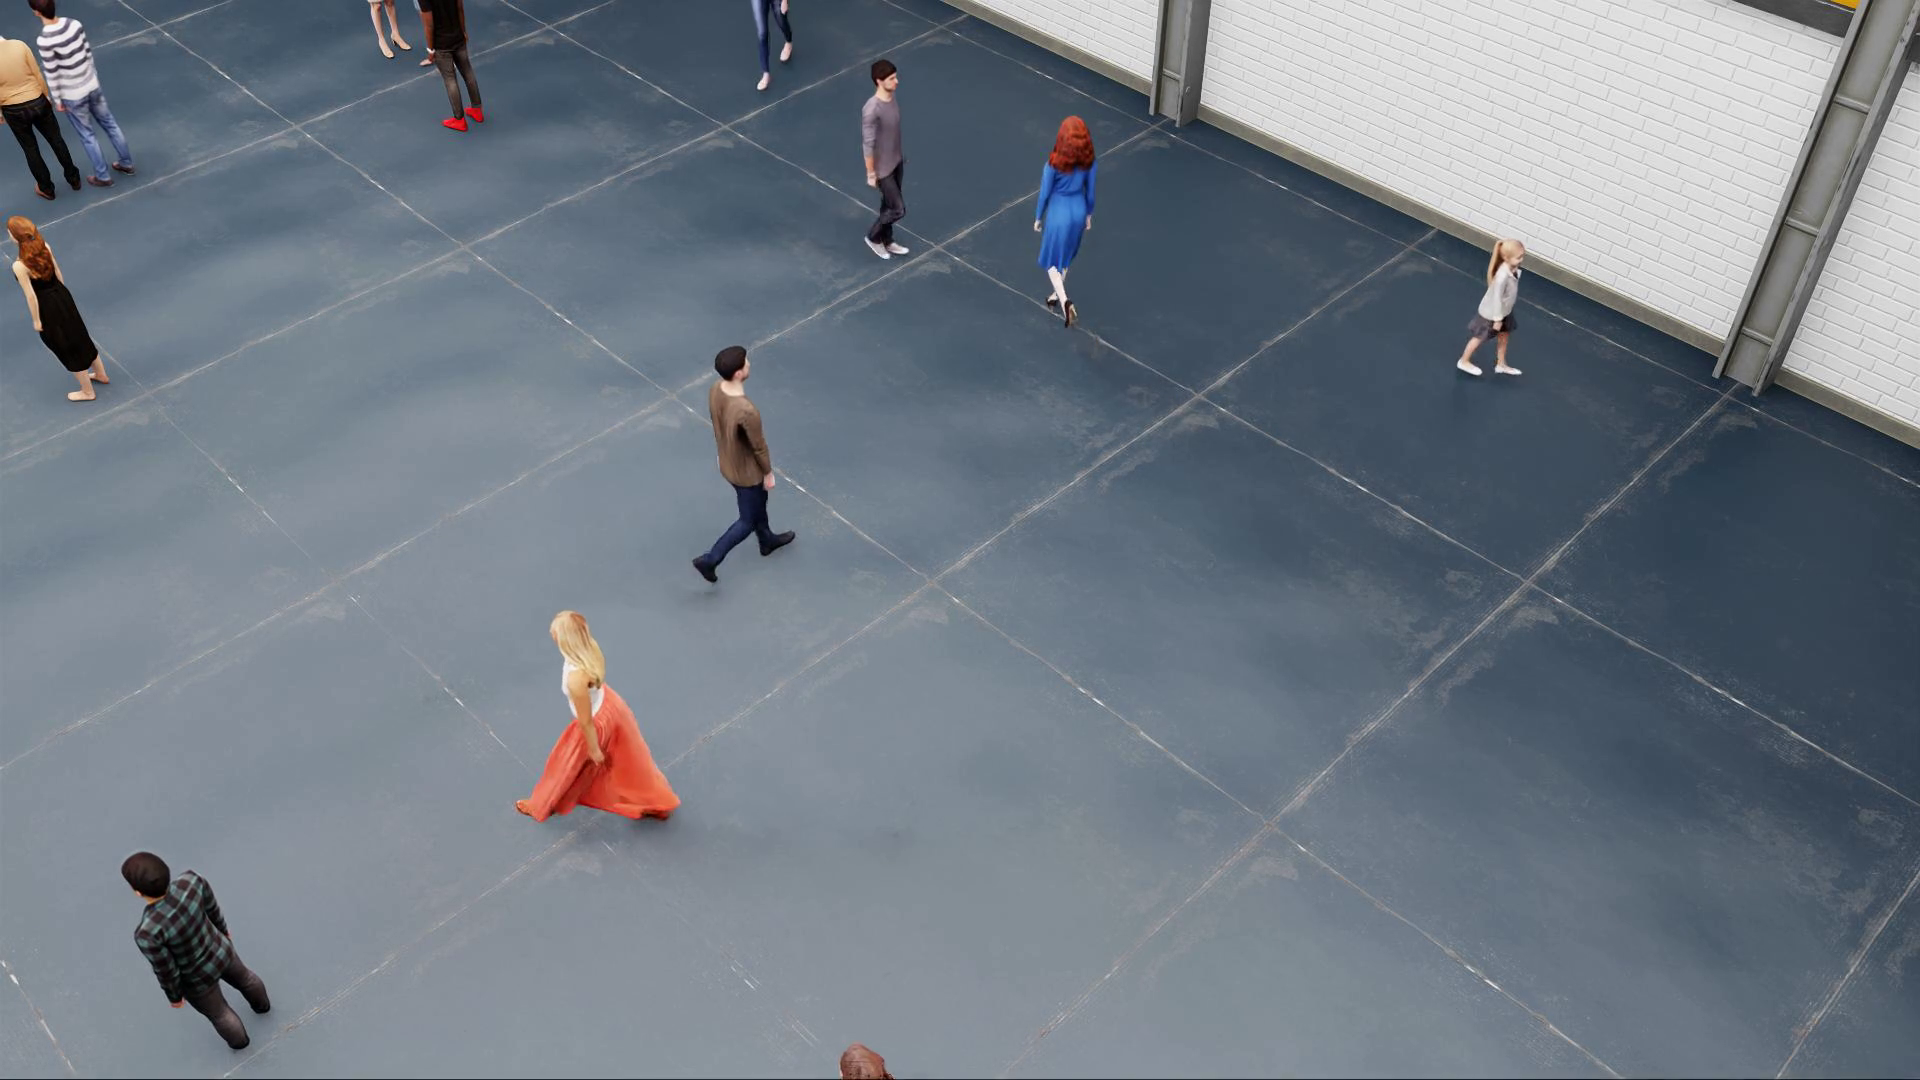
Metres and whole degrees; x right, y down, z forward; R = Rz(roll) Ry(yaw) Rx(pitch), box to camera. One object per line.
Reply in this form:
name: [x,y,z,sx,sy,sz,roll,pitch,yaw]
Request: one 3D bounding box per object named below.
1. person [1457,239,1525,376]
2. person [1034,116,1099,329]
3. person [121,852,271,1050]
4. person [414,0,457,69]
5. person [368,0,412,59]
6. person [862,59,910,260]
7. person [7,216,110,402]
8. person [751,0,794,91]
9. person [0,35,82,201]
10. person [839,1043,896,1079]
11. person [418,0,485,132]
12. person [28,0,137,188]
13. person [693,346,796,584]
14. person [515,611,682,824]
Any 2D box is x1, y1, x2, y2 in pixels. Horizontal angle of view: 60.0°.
person: [4.188,-1.852,13.177,0.754,1.258,0.596,25,49,24]
person: [0.873,-2.499,13.466,0.943,1.798,1.066,-13,45,-13]
person: [-4.004,2.190,8.783,0.696,1.715,0.745,13,45,13]
person: [-5.366,-5.645,16.731,0.585,1.849,0.731,22,48,21]
person: [-5.964,-5.810,16.985,0.566,1.737,0.610,31,52,28]
person: [-0.713,-3.246,14.217,0.792,1.844,0.799,16,46,16]
person: [-6.992,-1.793,12.850,0.720,1.625,0.675,7,44,7]
person: [-1.870,-5.478,16.668,1.157,1.694,1.034,10,45,10]
person: [-8.427,-3.909,14.980,0.658,1.751,0.586,-32,52,-29]
person: [-0.364,2.955,7.798,0.958,1.720,0.678,27,50,25]
person: [-4.886,-4.787,15.861,0.590,1.806,0.674,26,49,25]
person: [-7.982,-4.105,15.115,0.658,1.849,0.716,19,47,18]
person: [-1.535,-0.466,11.285,0.834,1.863,1.065,-26,49,-25]
person: [-2.027,1.084,9.736,1.269,1.755,1.195,0,44,0]
